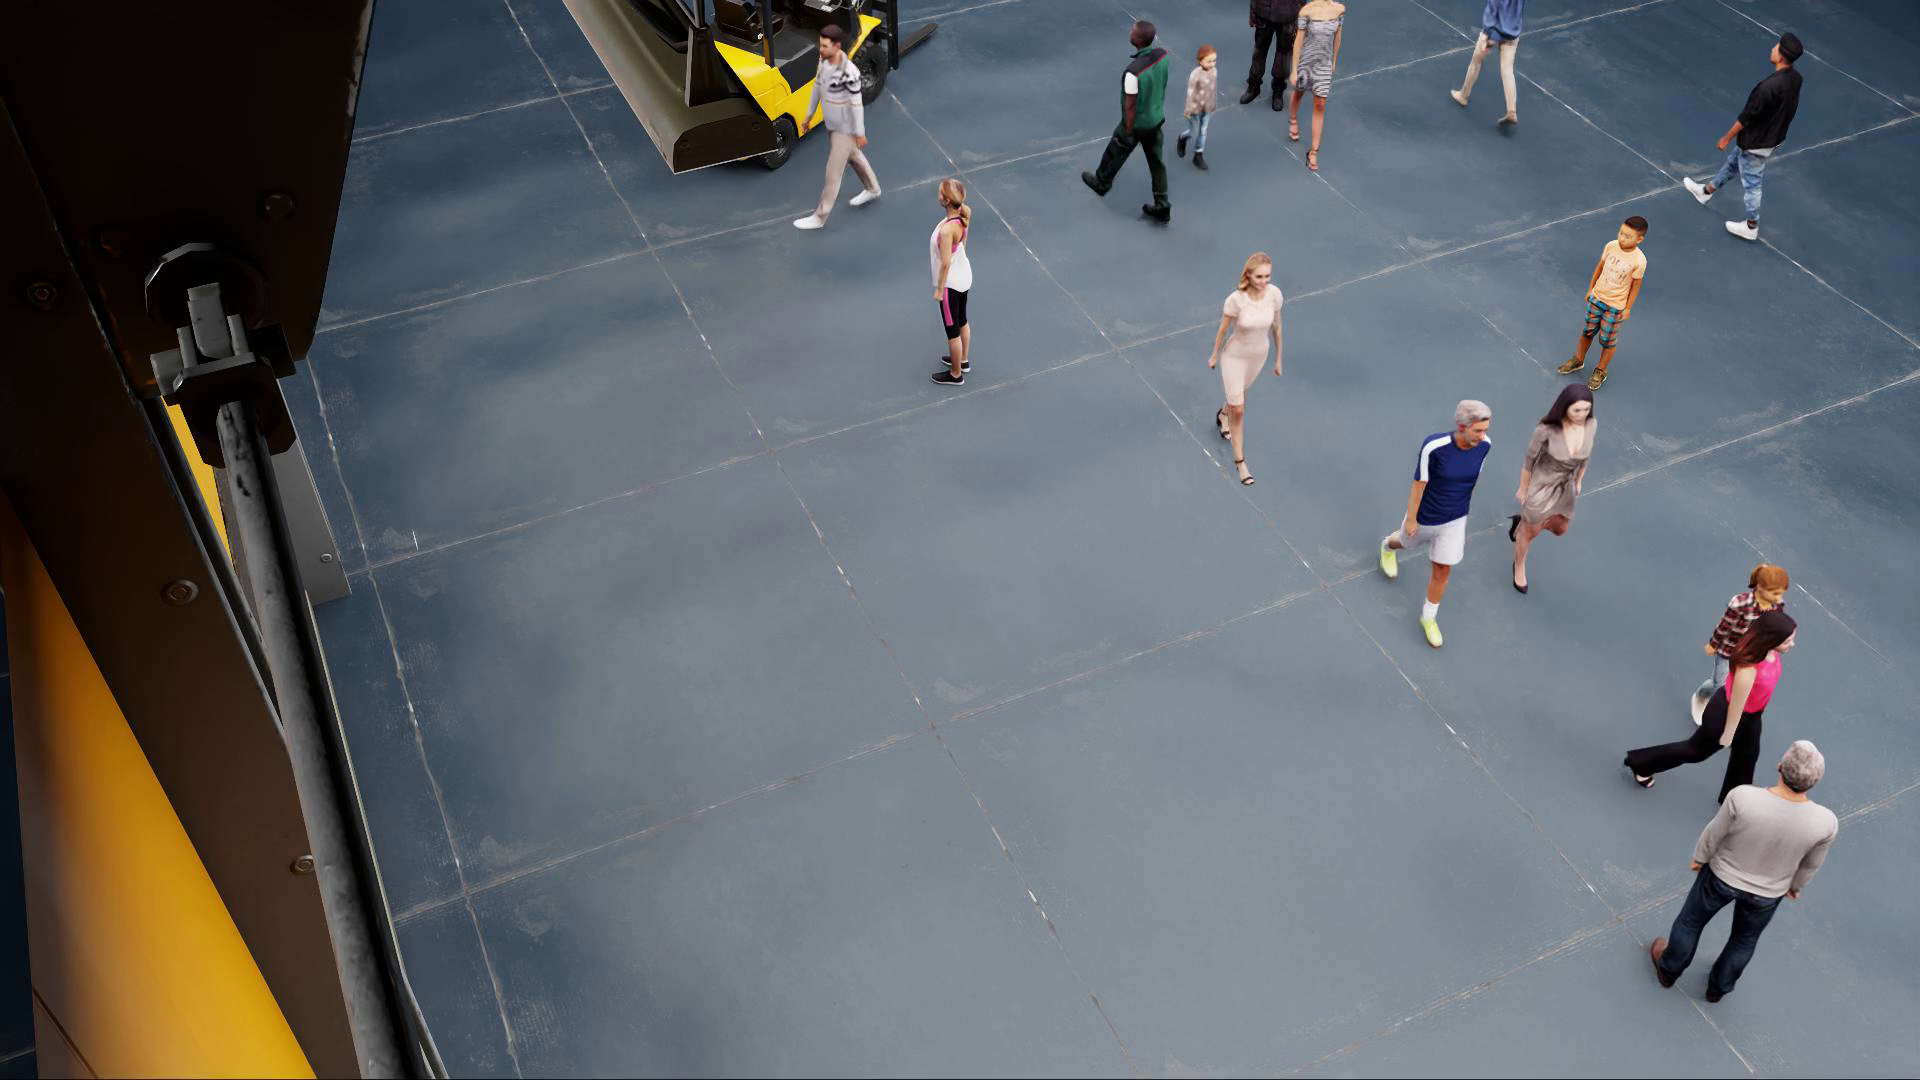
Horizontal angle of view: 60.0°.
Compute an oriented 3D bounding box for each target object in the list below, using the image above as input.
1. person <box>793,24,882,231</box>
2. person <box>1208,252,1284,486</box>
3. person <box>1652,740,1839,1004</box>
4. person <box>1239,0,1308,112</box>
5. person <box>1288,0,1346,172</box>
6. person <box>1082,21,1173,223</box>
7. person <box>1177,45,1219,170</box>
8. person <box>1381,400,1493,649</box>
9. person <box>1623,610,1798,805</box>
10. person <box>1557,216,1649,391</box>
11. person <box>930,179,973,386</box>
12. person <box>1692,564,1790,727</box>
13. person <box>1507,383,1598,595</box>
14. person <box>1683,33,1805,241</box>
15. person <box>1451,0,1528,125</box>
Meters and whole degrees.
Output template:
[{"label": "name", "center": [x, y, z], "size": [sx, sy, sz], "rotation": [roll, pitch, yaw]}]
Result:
[{"label": "person", "center": [-0.960, -3.618, 14.411], "size": [0.864, 1.802, 1.177], "rotation": [-24, 48, -23]}, {"label": "person", "center": [2.035, -1.353, 12.050], "size": [0.763, 1.780, 1.131], "rotation": [-10, 44, -10]}, {"label": "person", "center": [4.107, 1.761, 8.694], "size": [0.807, 1.901, 0.882], "rotation": [17, 46, 17]}, {"label": "person", "center": [3.041, -5.047, 15.895], "size": [0.789, 1.825, 0.856], "rotation": [16, 46, 16]}, {"label": "person", "center": [3.195, -4.350, 15.204], "size": [0.878, 1.769, 1.178], "rotation": [-3, 44, -3]}, {"label": "person", "center": [1.641, -3.571, 14.378], "size": [0.929, 1.780, 1.268], "rotation": [-33, 52, -30]}, {"label": "person", "center": [2.178, -3.998, 15.255], "size": [0.492, 1.189, 0.640], "rotation": [-19, 47, -19]}, {"label": "person", "center": [3.072, -0.239, 10.870], "size": [0.876, 1.794, 1.245], "rotation": [-5, 44, -5]}, {"label": "person", "center": [4.414, 0.999, 9.693], "size": [1.145, 1.625, 0.931], "rotation": [28, 50, 26]}, {"label": "person", "center": [5.007, -1.851, 12.804], "size": [0.637, 1.461, 0.500], "rotation": [-30, 51, -27]}, {"label": "person", "center": [-0.041, -1.967, 12.689], "size": [0.729, 1.788, 0.675], "rotation": [15, 46, 15]}, {"label": "person", "center": [4.817, 0.609, 10.338], "size": [0.608, 1.301, 0.608], "rotation": [-4, 44, -5]}, {"label": "person", "center": [3.897, -0.404, 11.086], "size": [0.708, 1.737, 0.822], "rotation": [-8, 44, -8]}, {"label": "person", "center": [6.897, -3.391, 14.193], "size": [0.904, 1.776, 1.176], "rotation": [-31, 52, -29]}, {"label": "person", "center": [5.131, -4.708, 15.653], "size": [0.735, 1.667, 1.136], "rotation": [-11, 45, -11]}]
